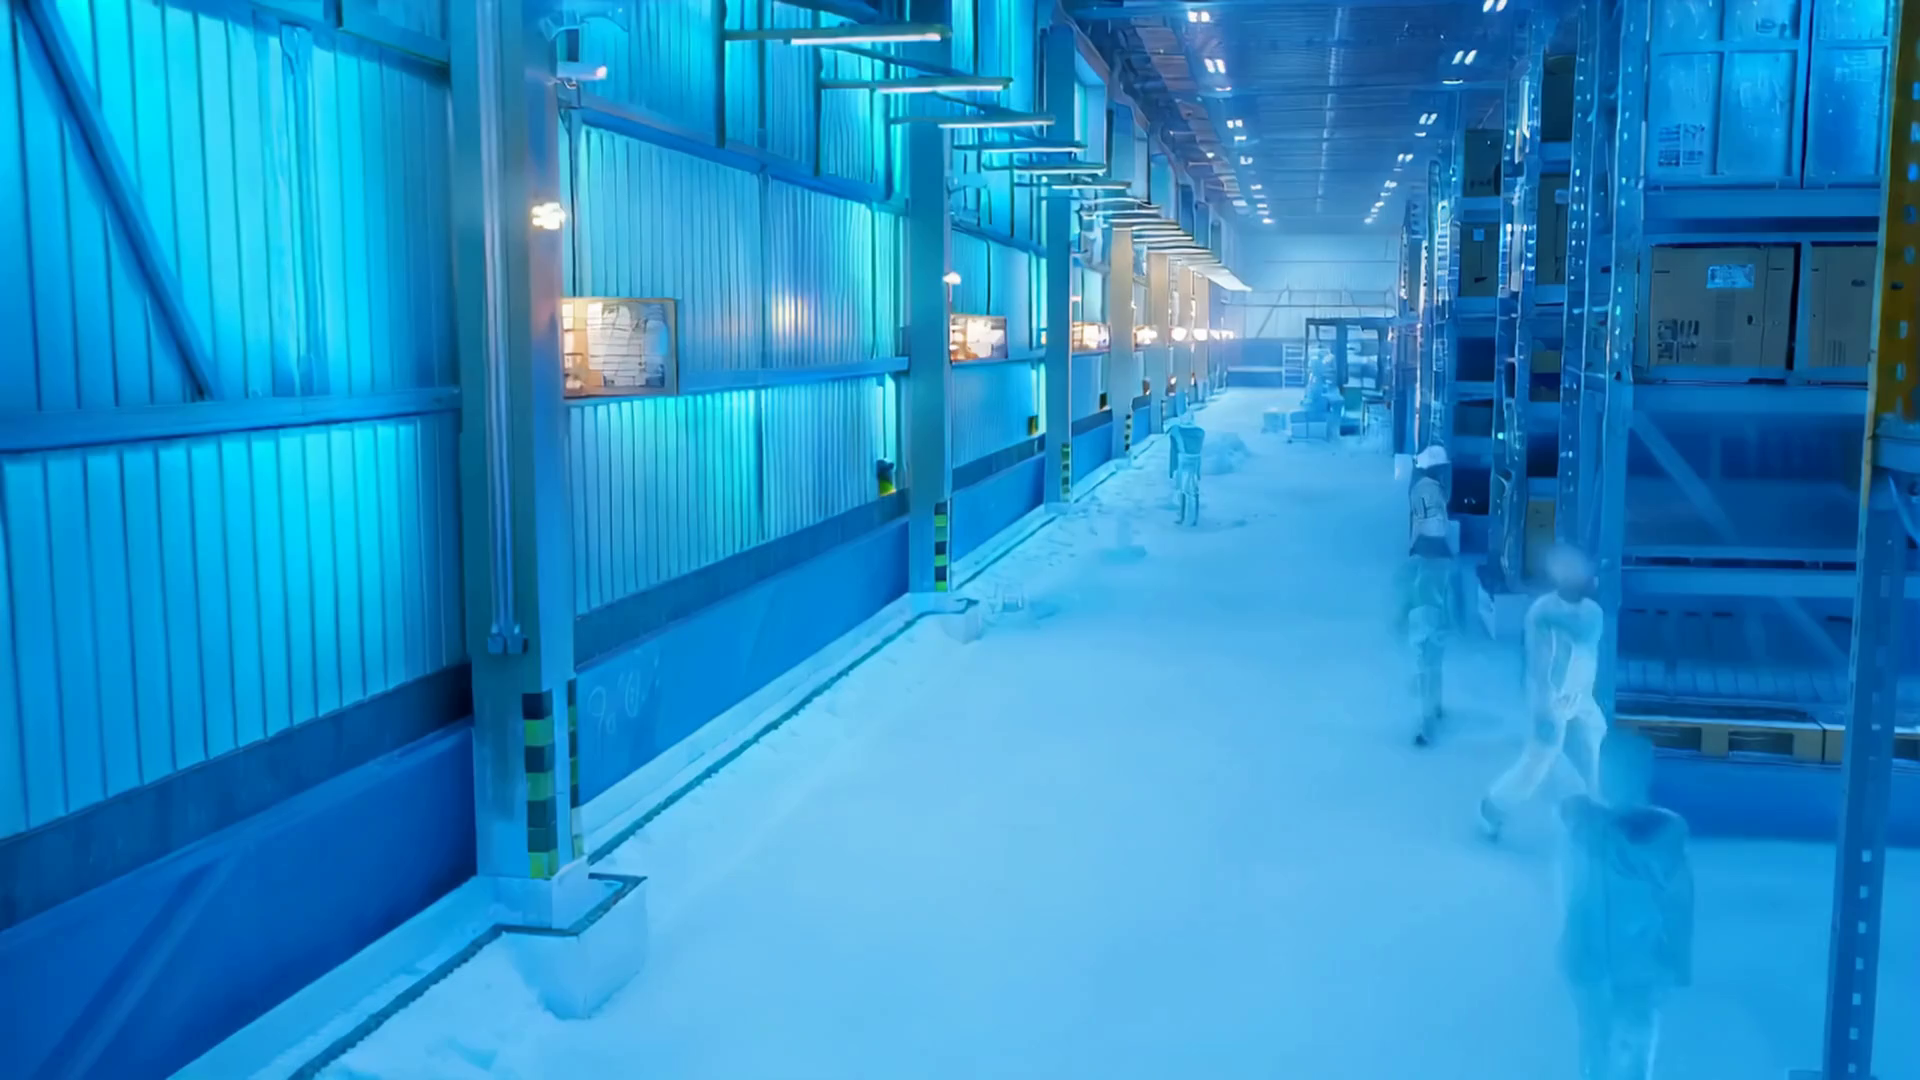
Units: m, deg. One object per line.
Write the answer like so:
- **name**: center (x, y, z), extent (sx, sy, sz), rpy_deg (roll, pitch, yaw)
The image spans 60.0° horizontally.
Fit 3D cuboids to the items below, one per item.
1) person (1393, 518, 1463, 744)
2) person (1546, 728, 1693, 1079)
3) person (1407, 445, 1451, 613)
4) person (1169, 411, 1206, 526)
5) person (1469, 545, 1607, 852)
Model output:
- **person**: center (3.550, 0.679, 12.634), extent (0.497, 1.701, 0.878), rpy_deg (1, 7, 9)
- **person**: center (2.444, 1.521, 6.222), extent (0.521, 1.619, 0.643), rpy_deg (4, 8, 30)
- **person**: center (4.619, 0.065, 16.388), extent (0.377, 1.995, 0.608), rpy_deg (6, 9, 39)
- **person**: center (3.624, -1.142, 26.651), extent (0.621, 1.846, 0.429), rpy_deg (-3, 8, -23)
- **person**: center (3.434, 0.958, 9.629), extent (0.631, 1.904, 0.955), rpy_deg (-4, 8, -30)
